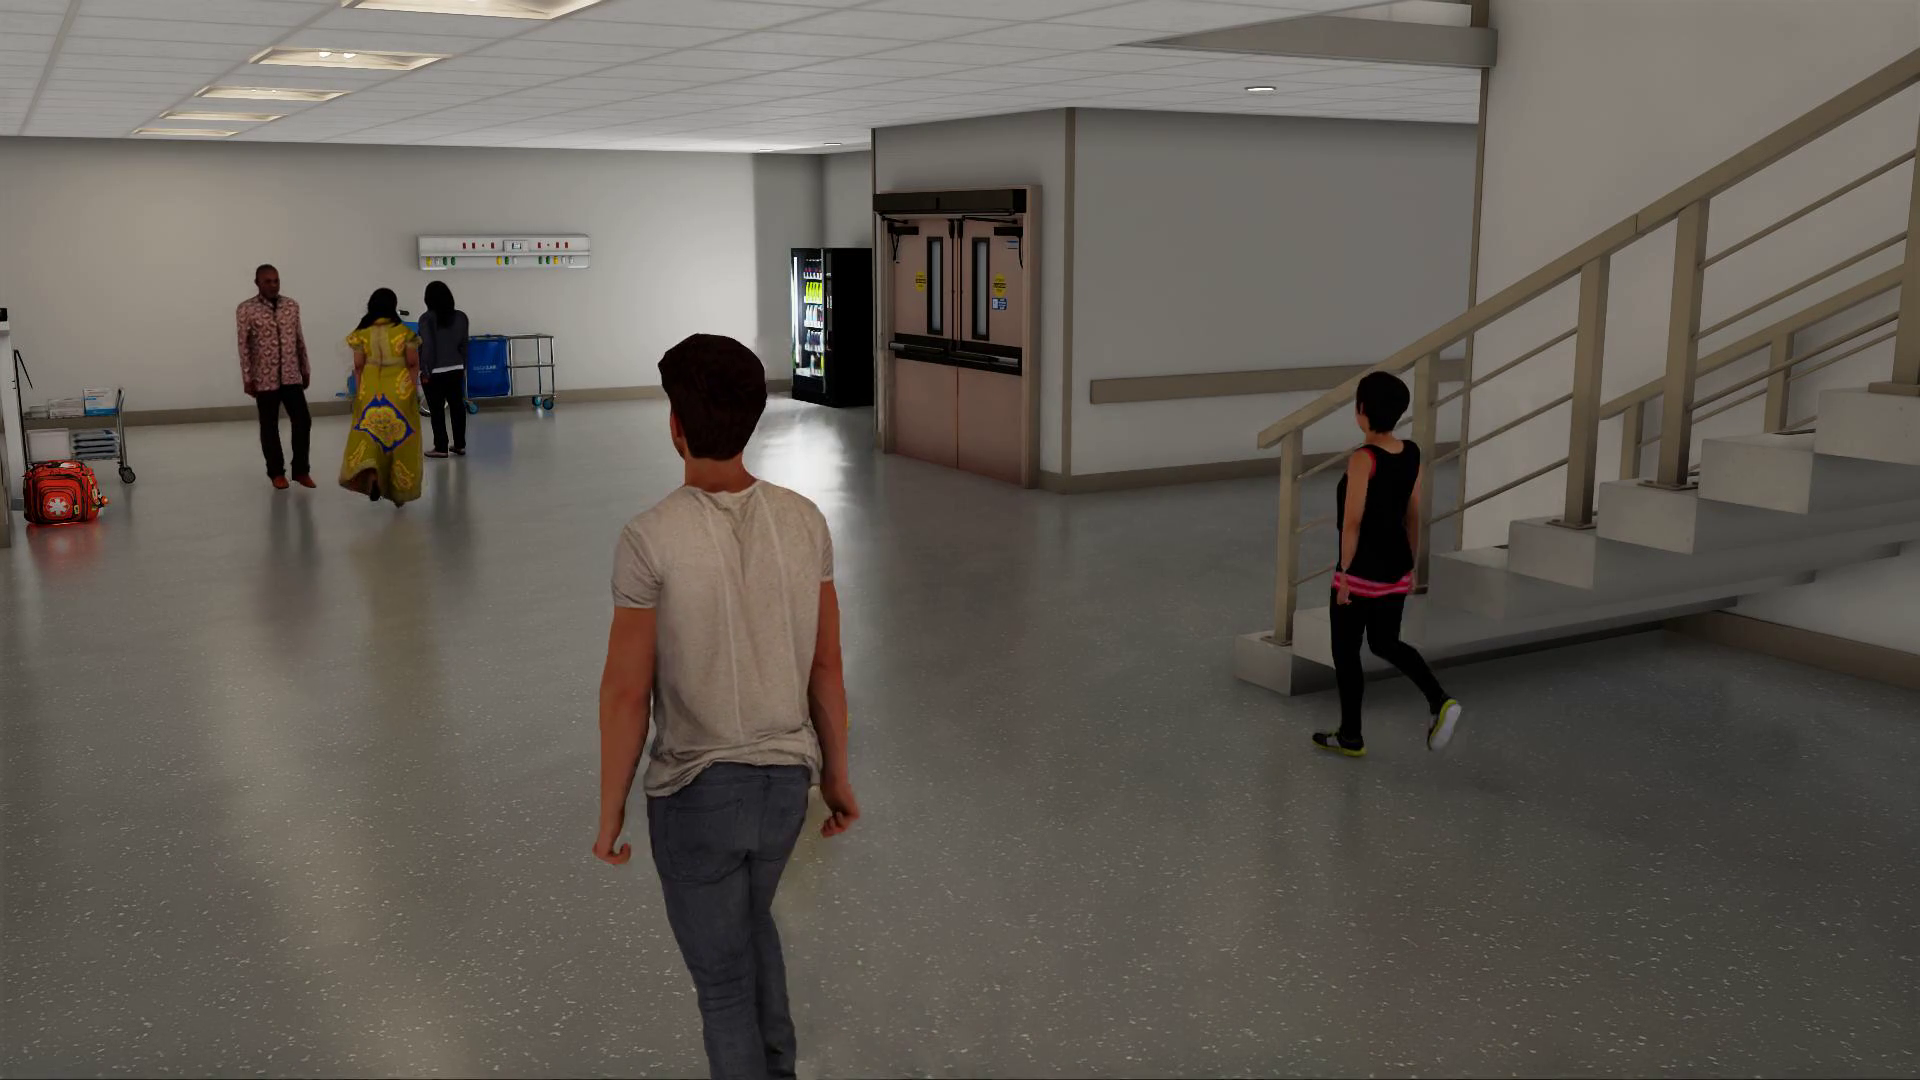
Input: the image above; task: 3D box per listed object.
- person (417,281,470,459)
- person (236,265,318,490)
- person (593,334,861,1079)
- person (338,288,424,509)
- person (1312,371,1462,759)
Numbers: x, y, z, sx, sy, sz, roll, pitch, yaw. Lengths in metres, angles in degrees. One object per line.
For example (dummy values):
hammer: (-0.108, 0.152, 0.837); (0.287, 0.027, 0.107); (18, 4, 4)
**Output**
person: (-4.751, -1.569, 15.264); (0.803, 1.604, 0.781); (7, 13, 34)
person: (-5.525, -1.301, 13.366); (0.789, 1.786, 0.759); (-9, 14, -39)
person: (-0.428, 0.535, 3.420); (0.720, 1.887, 0.653); (-8, 13, -36)
person: (-4.226, -1.020, 12.268); (0.993, 1.642, 1.202); (-2, 11, -12)
person: (1.682, 0.127, 6.504); (0.621, 1.539, 0.859); (-9, 14, -39)
